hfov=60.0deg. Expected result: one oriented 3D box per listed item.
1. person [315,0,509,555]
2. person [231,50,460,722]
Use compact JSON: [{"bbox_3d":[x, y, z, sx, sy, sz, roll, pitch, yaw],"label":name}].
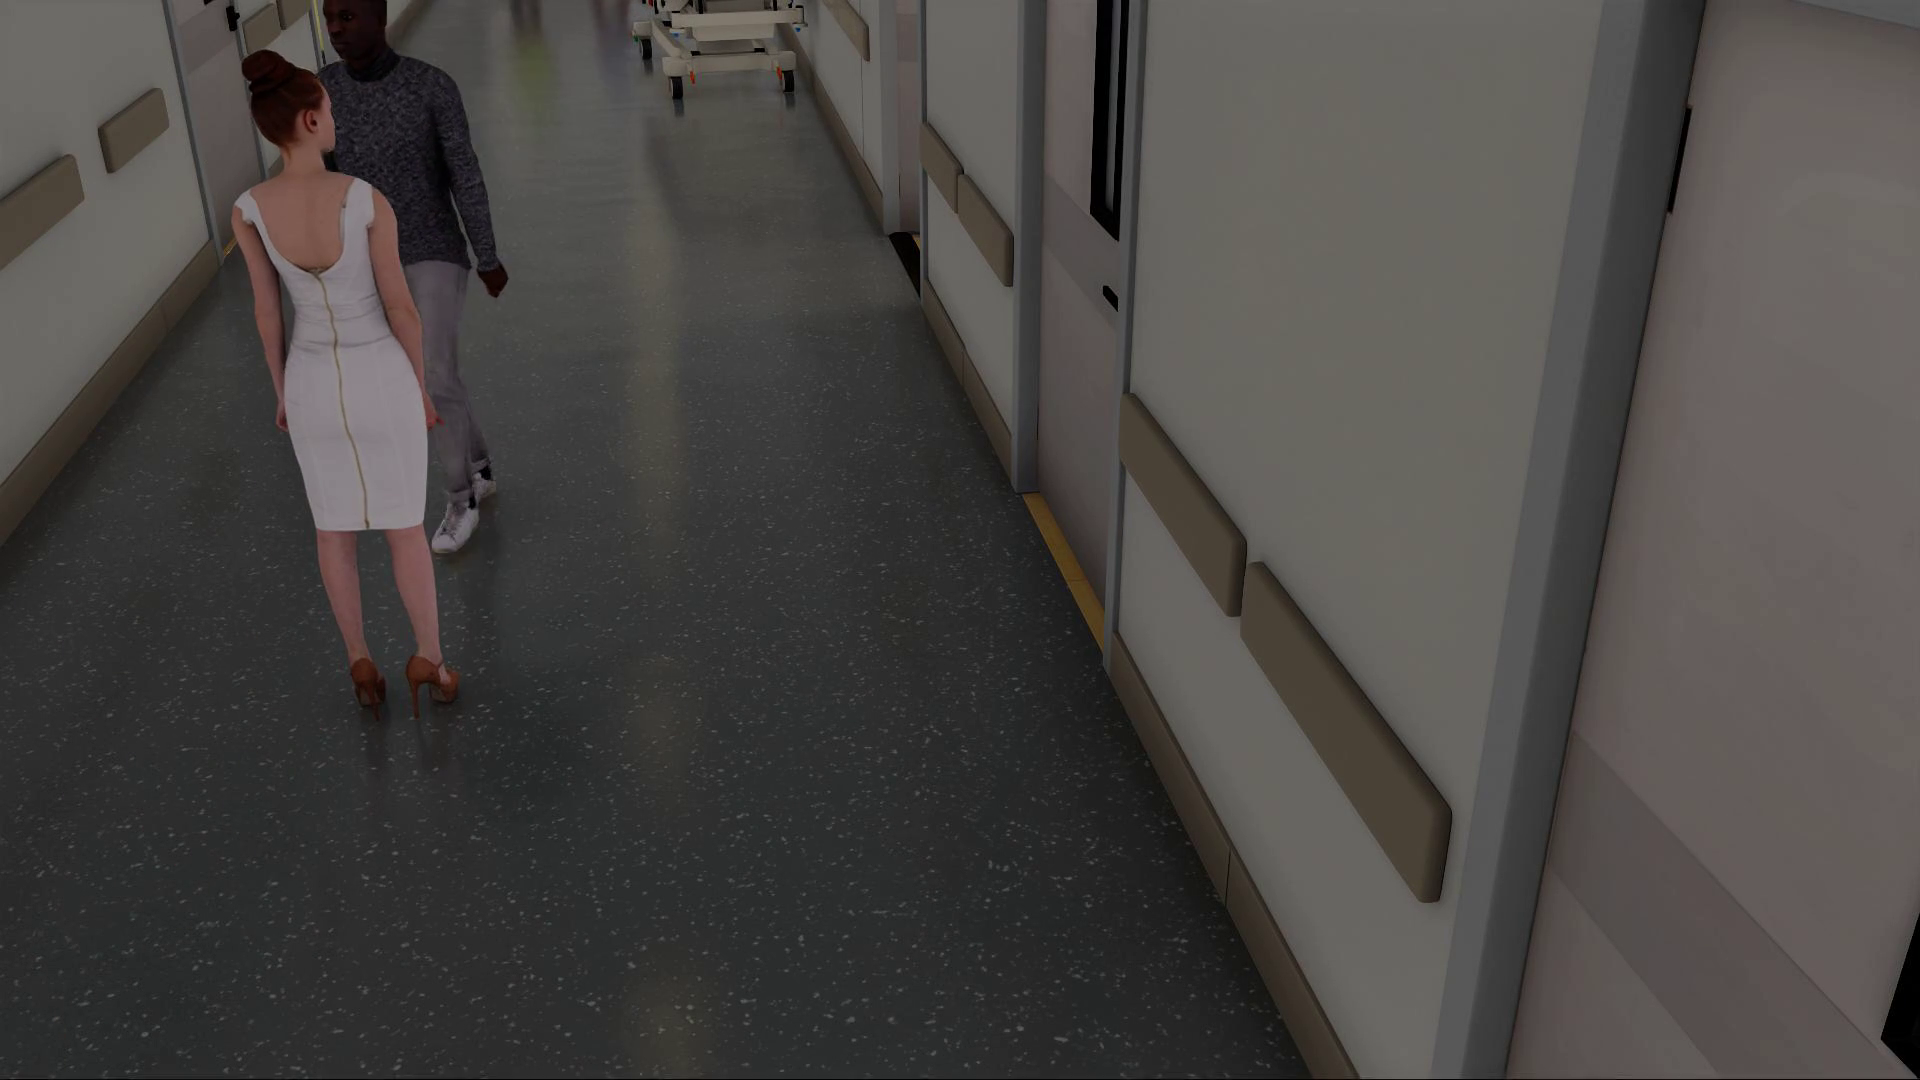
[{"bbox_3d":[-1.748,-0.935,5.507,0.898,1.812,0.943,6,26,12],"label":"person"},{"bbox_3d":[-1.587,-0.346,4.307,0.485,1.794,0.666,1,26,1],"label":"person"}]
